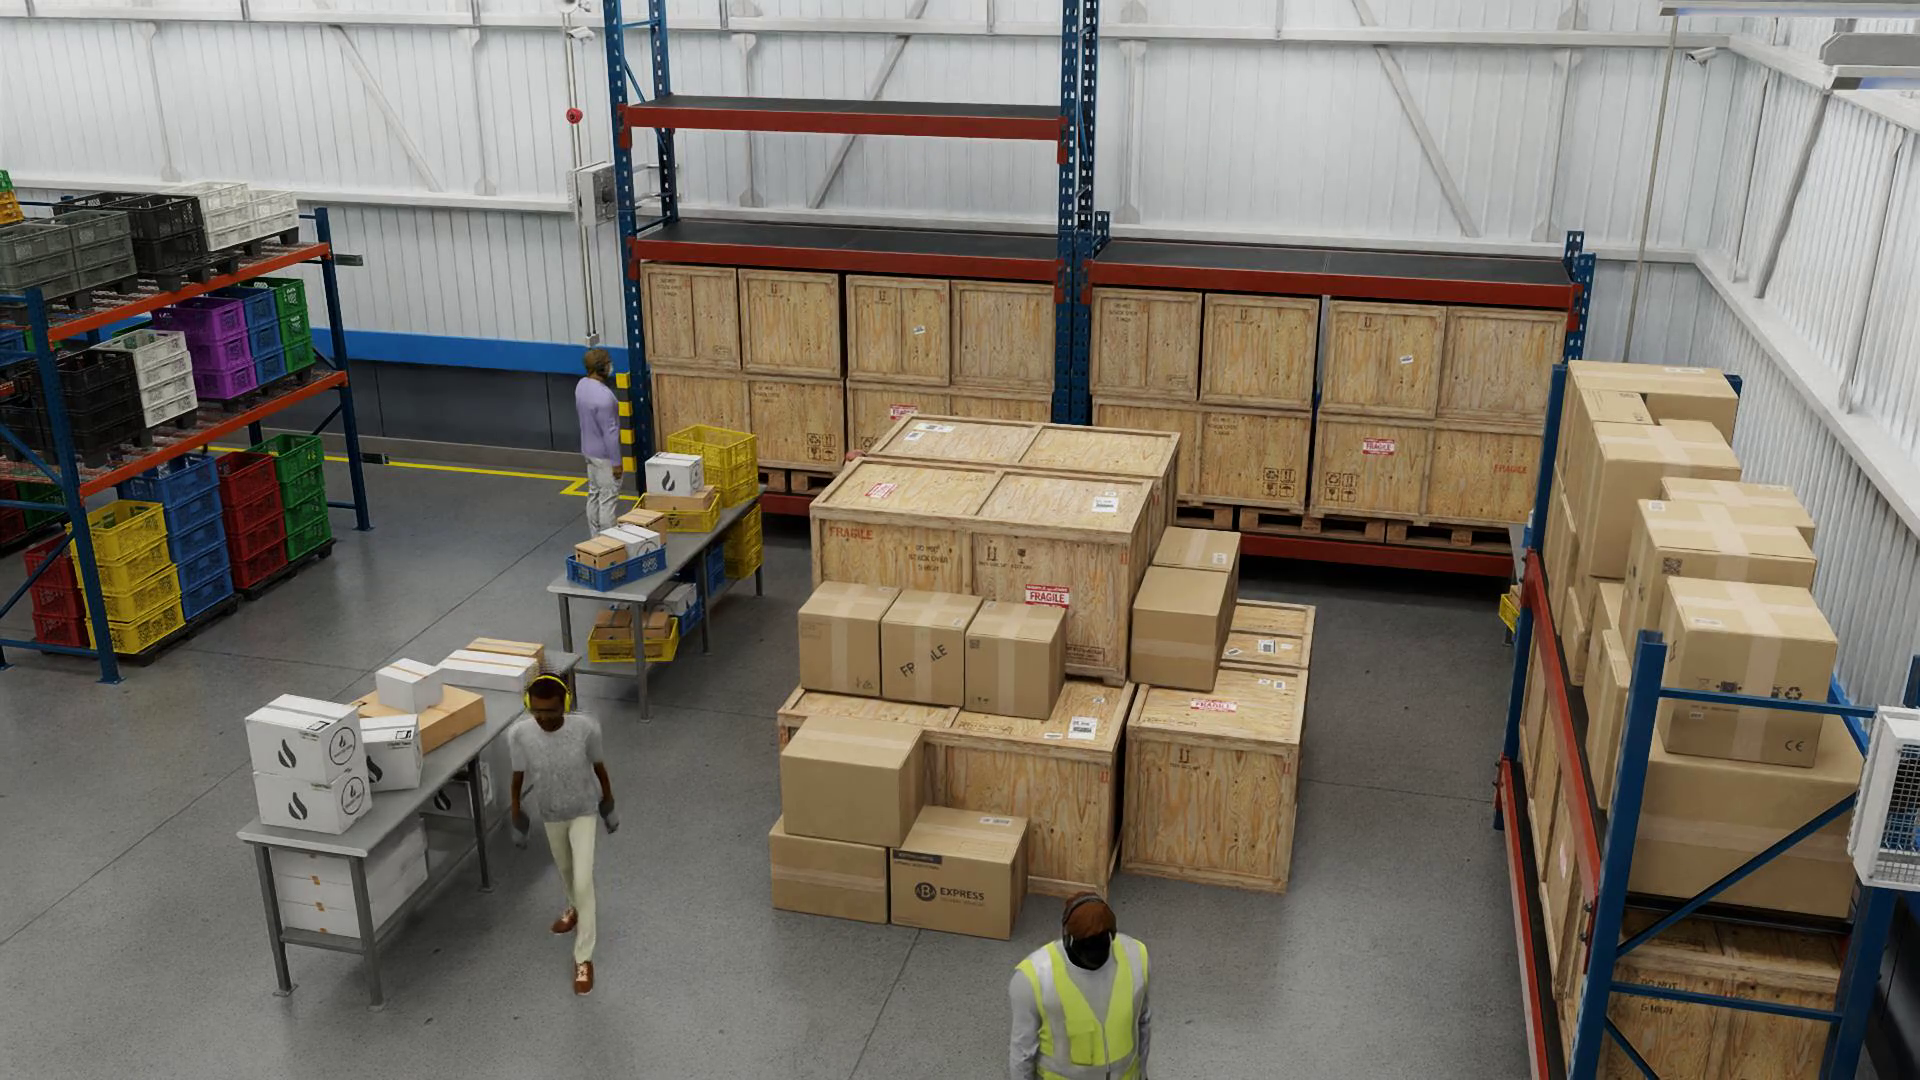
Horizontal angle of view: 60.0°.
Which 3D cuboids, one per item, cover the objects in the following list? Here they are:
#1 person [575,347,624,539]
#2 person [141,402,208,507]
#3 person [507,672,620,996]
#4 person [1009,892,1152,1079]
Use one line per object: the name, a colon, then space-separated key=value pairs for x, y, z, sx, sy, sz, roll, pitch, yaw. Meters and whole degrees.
person: x=-3.139 y=-0.752 z=14.657 sx=0.372 sy=1.940 sz=0.632 roll=-14 pitch=25 yaw=-32
person: x=-7.190 y=-0.926 z=15.188 sx=0.585 sy=1.882 sz=0.337 roll=-6 pitch=22 yaw=-16
person: x=-2.153 y=1.476 z=9.037 sx=0.550 sy=1.810 sz=0.833 roll=0 pitch=21 yaw=0
person: x=0.513 y=2.267 z=6.891 sx=0.634 sy=1.842 sz=0.429 roll=-8 pitch=22 yaw=-19
